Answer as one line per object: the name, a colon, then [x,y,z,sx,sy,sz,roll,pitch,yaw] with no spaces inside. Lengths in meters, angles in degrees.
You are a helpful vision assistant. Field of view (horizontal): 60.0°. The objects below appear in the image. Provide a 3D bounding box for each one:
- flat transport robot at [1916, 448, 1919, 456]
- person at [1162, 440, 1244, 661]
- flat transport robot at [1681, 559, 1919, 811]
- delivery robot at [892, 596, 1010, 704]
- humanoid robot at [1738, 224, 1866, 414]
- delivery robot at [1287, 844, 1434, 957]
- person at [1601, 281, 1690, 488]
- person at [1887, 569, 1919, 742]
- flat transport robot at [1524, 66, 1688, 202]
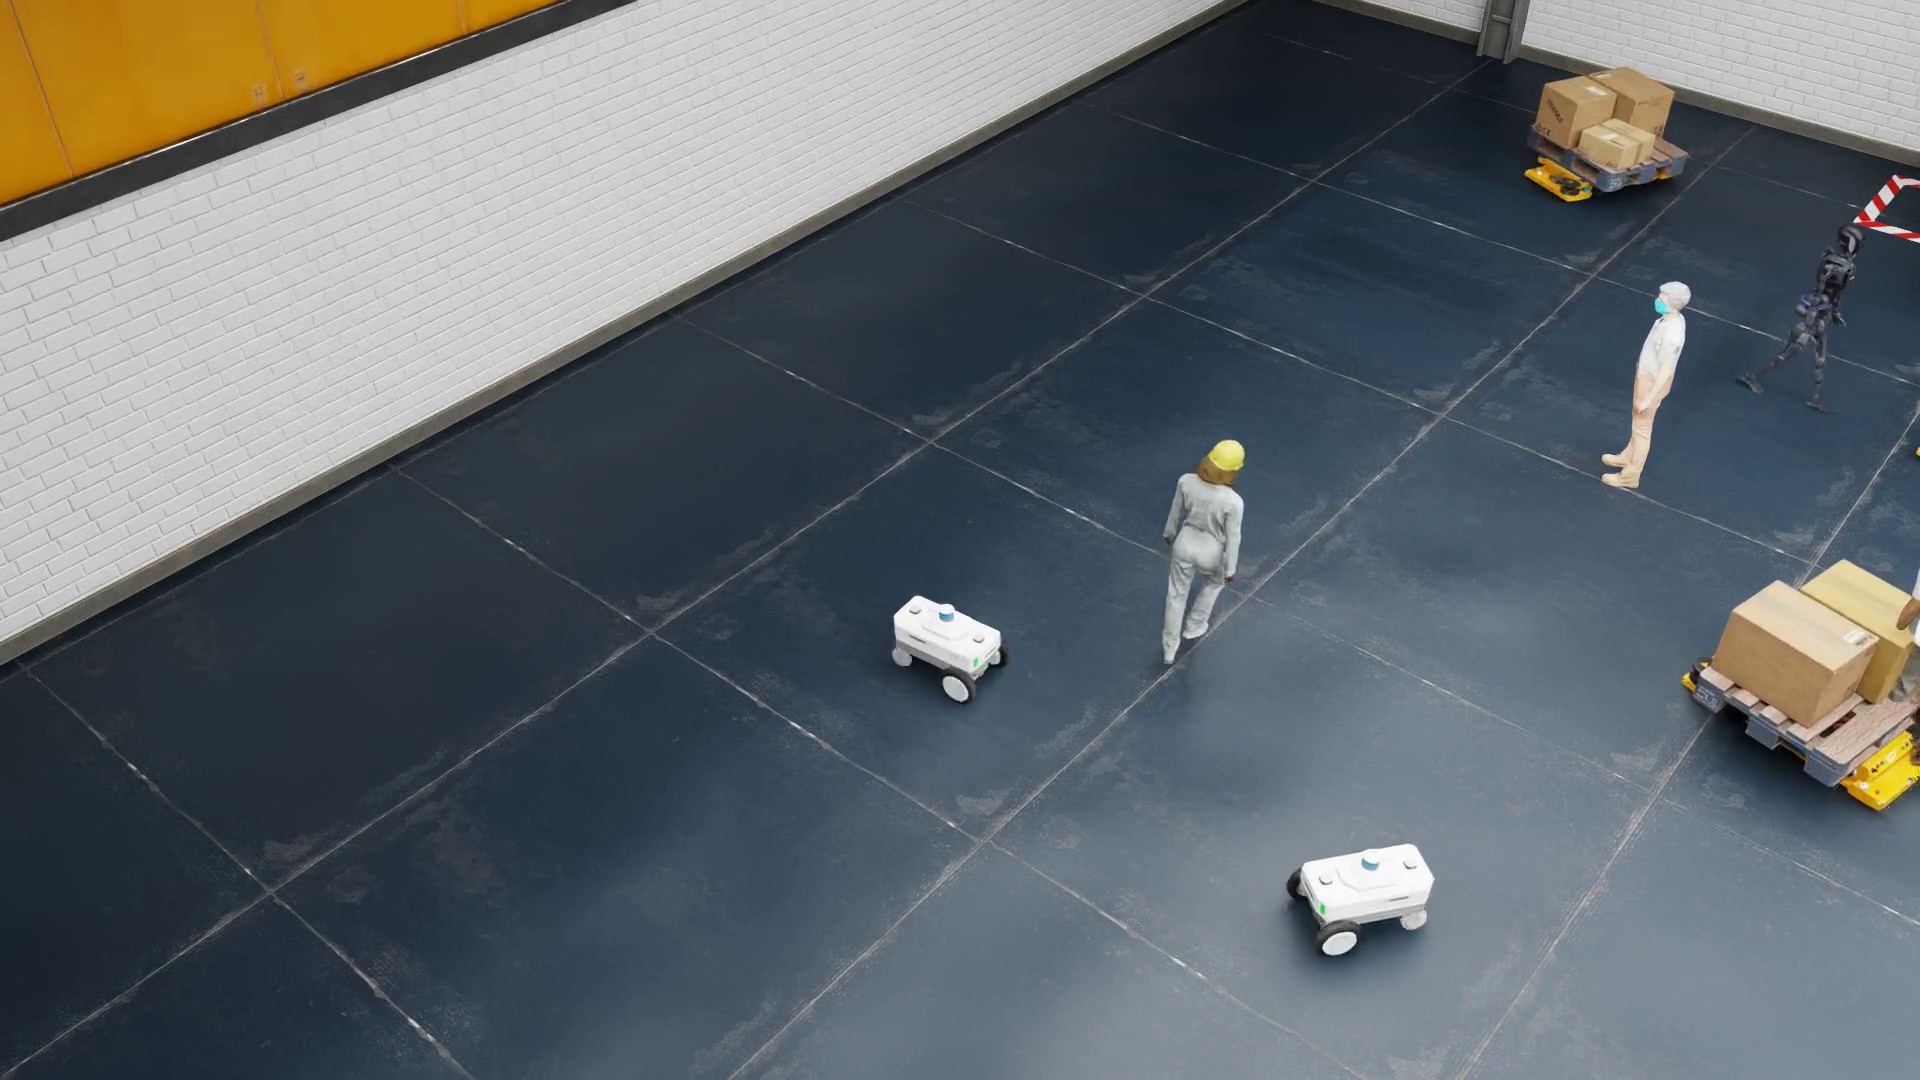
flat transport robot: [8.260,-0.462,12.860,0.659,0.231,1.431,-20,43,-23]
person: [1.602,0.056,11.064,0.578,1.697,0.593,22,44,25]
flat transport robot: [5.538,1.146,10.863,0.659,0.231,1.431,-25,45,-27]
delivery robot: [-0.089,0.683,11.202,0.767,0.583,0.499,23,44,26]
humanoid robot: [6.927,-1.820,13.462,0.593,1.628,0.783,-30,47,-31]
delivery robot: [2.303,2.022,9.563,0.814,0.612,0.499,-8,40,-10]
person: [5.209,-1.179,12.572,0.307,1.744,0.497,12,40,14]
person: [6.046,0.618,10.269,0.562,1.837,0.391,9,40,11]
flat transport robot: [6.563,-3.797,16.999,1.431,0.231,0.659,-17,42,-19]
